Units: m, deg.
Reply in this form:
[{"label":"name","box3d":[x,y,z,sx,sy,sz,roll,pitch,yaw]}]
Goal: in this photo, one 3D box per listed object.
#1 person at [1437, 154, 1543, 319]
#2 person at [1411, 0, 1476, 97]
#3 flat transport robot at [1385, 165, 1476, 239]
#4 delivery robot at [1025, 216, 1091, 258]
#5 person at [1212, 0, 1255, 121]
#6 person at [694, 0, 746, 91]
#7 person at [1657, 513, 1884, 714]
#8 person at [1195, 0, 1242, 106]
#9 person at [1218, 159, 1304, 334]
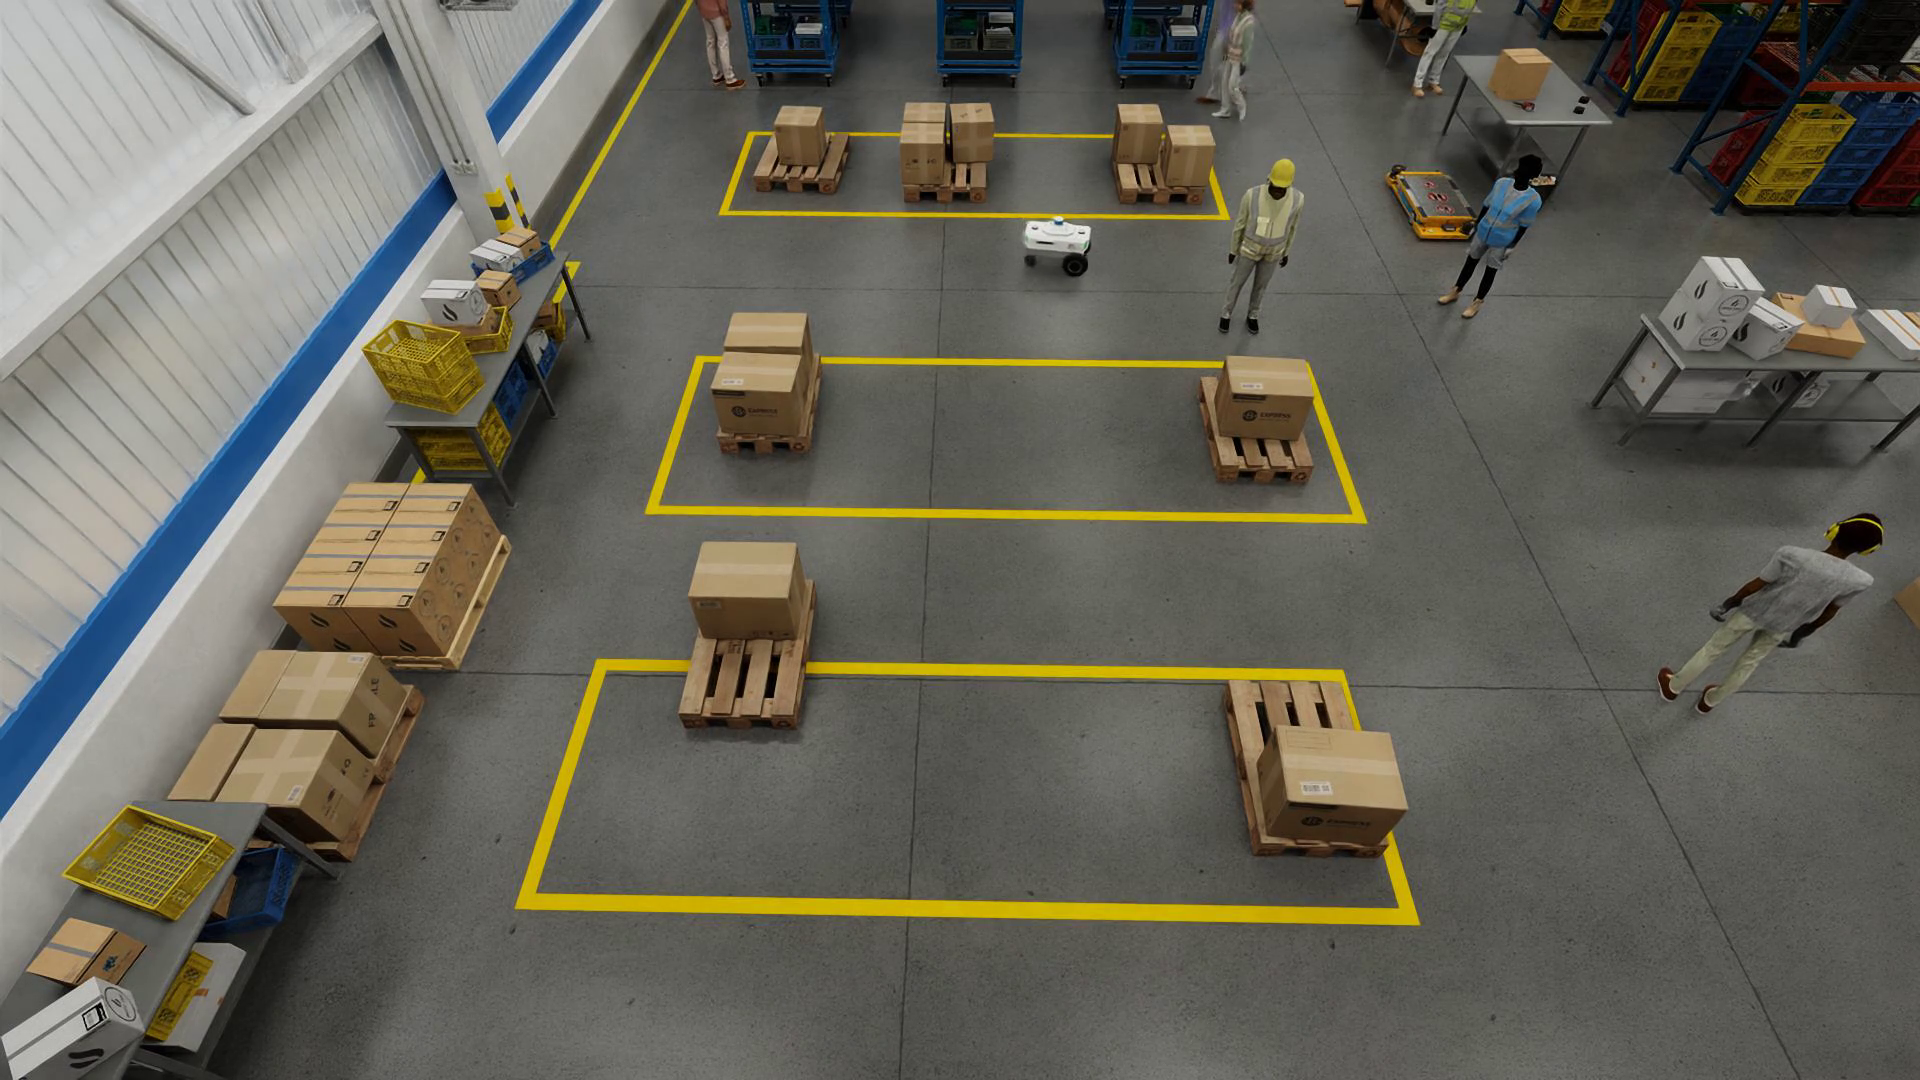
[{"label":"person","box3d":[5.371,-3.042,9.211,0.318,1.697,0.535,-26,54,-21]},{"label":"person","box3d":[6.767,-7.113,12.641,0.626,1.844,0.429,-15,51,-13]},{"label":"flat transport robot","box3d":[5.692,-4.094,11.059,0.652,0.197,1.431,1,49,1]},{"label":"delivery robot","box3d":[1.078,-3.346,10.165,0.707,0.478,0.477,8,50,7]},{"label":"person","box3d":[3.736,-6.378,12.151,0.477,1.618,0.543,-5,49,-4]},{"label":"person","box3d":[-3.422,-7.341,12.736,0.622,1.996,0.370,31,56,24]},{"label":"person","box3d":[5.298,0.506,6.027,0.521,1.870,0.319,26,54,21]},{"label":"person","box3d":[3.626,-6.824,12.345,0.494,1.924,0.633,10,50,9]},{"label":"person","box3d":[2.936,-2.838,8.948,0.599,1.827,0.404,3,49,3]}]
